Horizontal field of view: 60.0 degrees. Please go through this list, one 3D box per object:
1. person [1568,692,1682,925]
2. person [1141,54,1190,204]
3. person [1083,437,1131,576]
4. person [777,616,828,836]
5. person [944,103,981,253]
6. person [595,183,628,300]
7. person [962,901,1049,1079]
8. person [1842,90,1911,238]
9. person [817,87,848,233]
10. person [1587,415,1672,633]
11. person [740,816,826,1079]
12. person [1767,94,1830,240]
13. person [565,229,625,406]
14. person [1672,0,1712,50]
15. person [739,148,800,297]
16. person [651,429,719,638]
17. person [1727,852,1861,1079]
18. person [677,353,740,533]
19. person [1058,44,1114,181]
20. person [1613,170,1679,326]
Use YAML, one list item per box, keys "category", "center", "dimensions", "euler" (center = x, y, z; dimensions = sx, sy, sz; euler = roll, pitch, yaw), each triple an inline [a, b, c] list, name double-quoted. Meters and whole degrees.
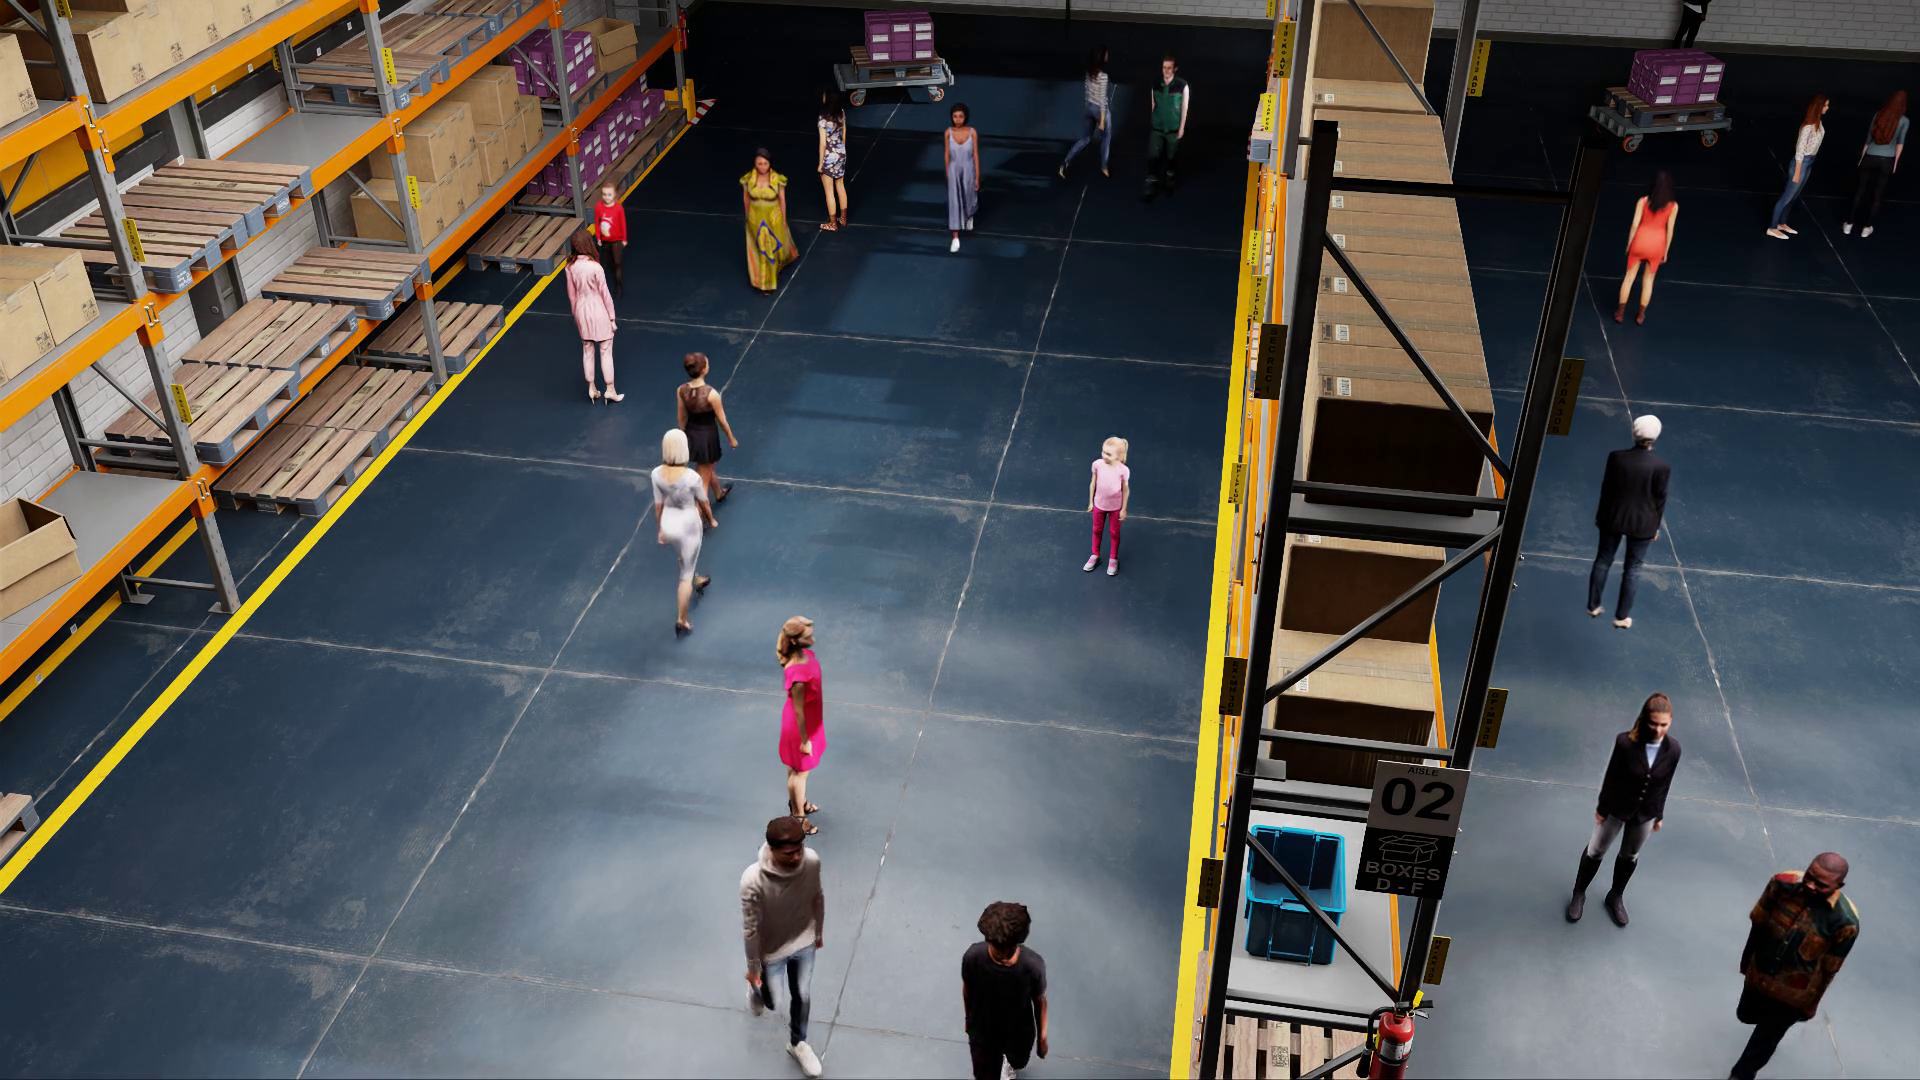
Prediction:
- category: "person"
  center: [4.183, 1.692, 10.400]
  dimensions: [0.558, 1.728, 0.531]
  euler: [6, 34, 9]
- category: "person"
  center: [2.593, -5.111, 20.566]
  dimensions: [0.751, 1.804, 1.094]
  euler: [11, 35, 16]
- category: "person"
  center: [1.235, -0.310, 13.824]
  dimensions: [0.520, 1.273, 0.547]
  euler: [12, 36, 18]
- category: "person"
  center: [-1.069, 1.218, 11.115]
  dimensions: [0.669, 1.727, 0.534]
  euler: [-1, 34, -2]
- category: "person"
  center: [0.045, -4.290, 19.455]
  dimensions: [0.660, 1.668, 1.114]
  euler: [2, 34, 2]
- category: "person"
  center: [-3.845, -3.352, 18.406]
  dimensions: [0.525, 1.267, 0.798]
  euler: [2, 34, 4]
- category: "person"
  center: [0.240, 2.574, 9.052]
  dimensions: [0.713, 1.752, 1.122]
  euler: [1, 34, 2]
- category: "person"
  center: [10.834, -4.447, 19.626]
  dimensions: [0.643, 1.739, 0.657]
  euler: [22, 39, 29]
- category: "person"
  center: [-1.510, -4.522, 19.745]
  dimensions: [0.734, 1.733, 0.626]
  euler: [24, 41, 32]
- category: "person"
  center: [4.983, -0.120, 12.295]
  dimensions: [0.819, 1.779, 0.757]
  euler: [26, 41, 33]
- category: "person"
  center: [-1.048, 2.238, 9.480]
  dimensions: [1.044, 1.838, 1.117]
  euler: [-20, 38, -27]
- category: "person"
  center: [9.897, -4.417, 19.590]
  dimensions: [0.708, 1.729, 0.611]
  euler: [27, 42, 34]
- category: "person"
  center: [-3.559, -2.145, 16.107]
  dimensions: [0.640, 1.803, 0.561]
  euler: [10, 35, 15]
- category: "person"
  center: [10.983, -7.986, 24.878]
  dimensions: [0.813, 1.819, 0.668]
  euler: [-7, 34, -11]
- category: "person"
  center: [-2.149, -3.562, 18.388]
  dimensions: [0.971, 1.637, 1.229]
  euler: [-3, 34, -4]
- category: "person"
  center: [-2.198, -0.003, 12.964]
  dimensions: [0.673, 1.714, 1.031]
  euler: [11, 35, 17]
- category: "person"
  center: [4.658, 2.393, 9.289]
  dimensions: [1.084, 1.791, 1.025]
  euler: [-21, 39, -29]
- category: "person"
  center: [-2.256, -0.794, 14.215]
  dimensions: [0.804, 1.646, 1.062]
  euler: [19, 38, 26]
- category: "person"
  center: [1.627, -5.305, 20.895]
  dimensions: [1.098, 1.765, 1.073]
  euler: [-19, 38, -26]
- category: "person"
  center: [7.279, -3.087, 17.600]
  dimensions: [0.614, 1.718, 0.582]
  euler: [11, 35, 16]
